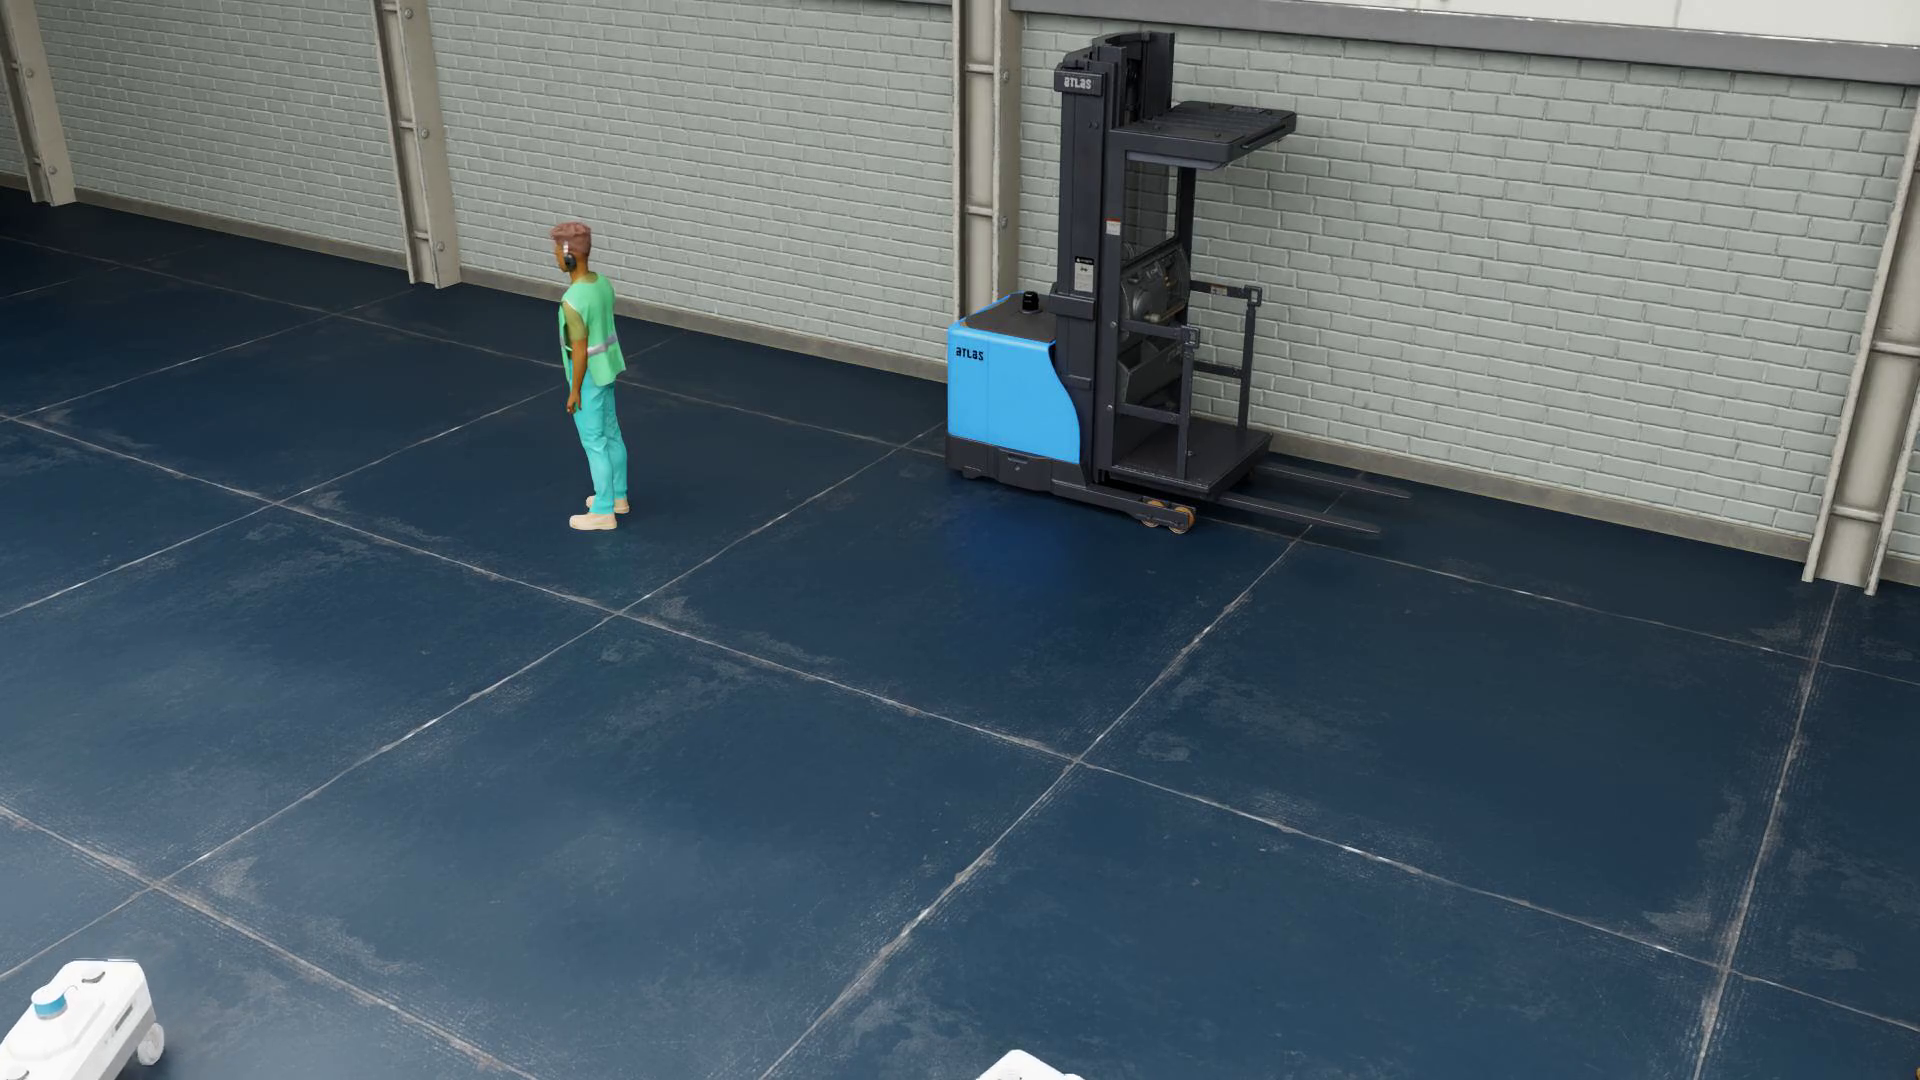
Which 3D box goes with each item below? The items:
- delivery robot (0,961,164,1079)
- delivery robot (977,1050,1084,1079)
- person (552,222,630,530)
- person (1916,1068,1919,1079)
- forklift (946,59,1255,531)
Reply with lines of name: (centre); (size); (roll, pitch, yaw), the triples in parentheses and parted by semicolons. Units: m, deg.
delivery robot: (-3.212, 1.856, 5.970); (0.499, 0.570, 0.747); (1, 25, 2)
delivery robot: (0.350, 2.057, 5.592); (0.813, 0.610, 0.499); (20, 32, 36)
person: (-2.306, -1.017, 10.413); (0.404, 1.980, 0.486); (5, 26, 10)
person: (3.791, 1.214, 5.797); (0.570, 1.890, 0.375); (-6, 26, -12)
forklift: (0.933, -1.707, 10.833); (1.873, 2.768, 1.129); (15, 29, 28)
